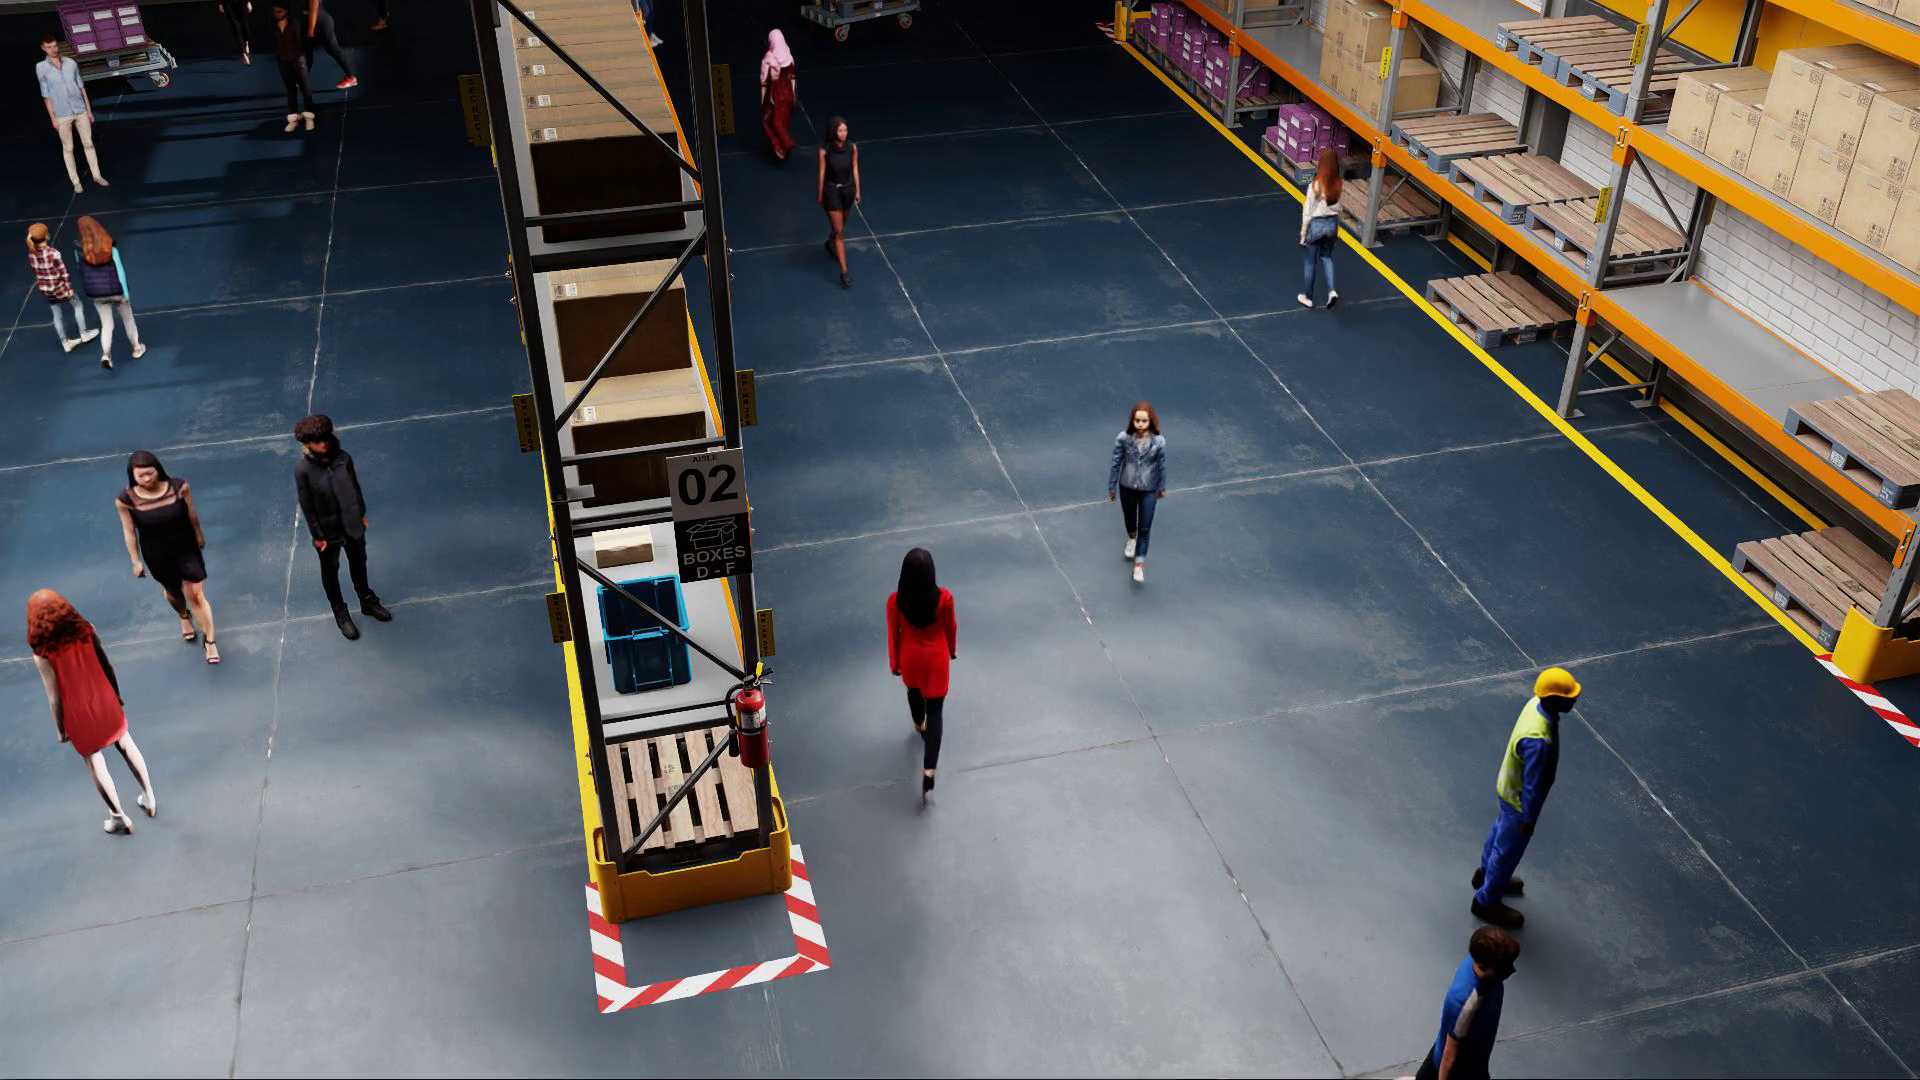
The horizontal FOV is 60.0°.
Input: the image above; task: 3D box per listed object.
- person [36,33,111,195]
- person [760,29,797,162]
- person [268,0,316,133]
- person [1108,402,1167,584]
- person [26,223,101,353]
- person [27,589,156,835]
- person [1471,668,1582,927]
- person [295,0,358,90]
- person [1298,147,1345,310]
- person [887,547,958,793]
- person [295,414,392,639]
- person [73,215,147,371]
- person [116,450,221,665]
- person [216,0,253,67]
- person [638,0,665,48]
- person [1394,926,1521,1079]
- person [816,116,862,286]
[{"bbox_3d":[-10.479,-5.044,19.575,0.728,1.847,0.717,-29,43,-36],"label":"person"},{"bbox_3d":[-2.197,-5.394,20.305,0.781,1.622,0.927,-19,38,-26],"label":"person"},{"bbox_3d":[-8.587,-6.115,21.362,0.765,1.652,0.658,-8,34,-12],"label":"person"},{"bbox_3d":[1.398,-0.448,13.022,0.860,1.446,1.055,6,34,9],"label":"person"},{"bbox_3d":[-8.809,-2.427,16.137,0.673,1.294,0.747,5,34,8],"label":"person"},{"bbox_3d":[-5.431,1.074,10.390,0.731,1.825,0.672,18,38,25],"label":"person"},{"bbox_3d":[3.319,1.475,9.799,0.798,1.812,0.695,11,35,16],"label":"person"},{"bbox_3d":[-8.600,-6.968,22.542,0.970,1.765,1.185,-19,38,-27],"label":"person"},{"bbox_3d":[3.685,-3.092,16.754,0.593,1.718,0.821,-9,35,-14],"label":"person"},{"bbox_3d":[-0.224,0.856,10.823,0.830,1.709,1.156,2,34,3],"label":"person"},{"bbox_3d":[-4.601,-0.138,12.255,0.752,1.780,0.723,27,42,35],"label":"person"},{"bbox_3d":[-8.141,-2.337,15.833,0.605,1.481,0.883,-6,34,-9],"label":"person"},{"bbox_3d":[-5.733,0.059,12.040,0.765,1.689,0.994,-15,36,-21],"label":"person"},{"bbox_3d":[-10.281,-7.613,23.617,0.717,1.651,1.133,-12,36,-18],"label":"person"},{"bbox_3d":[-4.730,-7.958,24.054,0.876,1.742,0.747,1,34,1],"label":"person"},{"bbox_3d":[2.371,2.522,8.212,1.229,1.824,1.272,12,35,17],"label":"person"},{"bbox_3d":[-1.319,-3.650,17.616,0.817,1.694,1.244,-17,37,-24],"label":"person"}]
